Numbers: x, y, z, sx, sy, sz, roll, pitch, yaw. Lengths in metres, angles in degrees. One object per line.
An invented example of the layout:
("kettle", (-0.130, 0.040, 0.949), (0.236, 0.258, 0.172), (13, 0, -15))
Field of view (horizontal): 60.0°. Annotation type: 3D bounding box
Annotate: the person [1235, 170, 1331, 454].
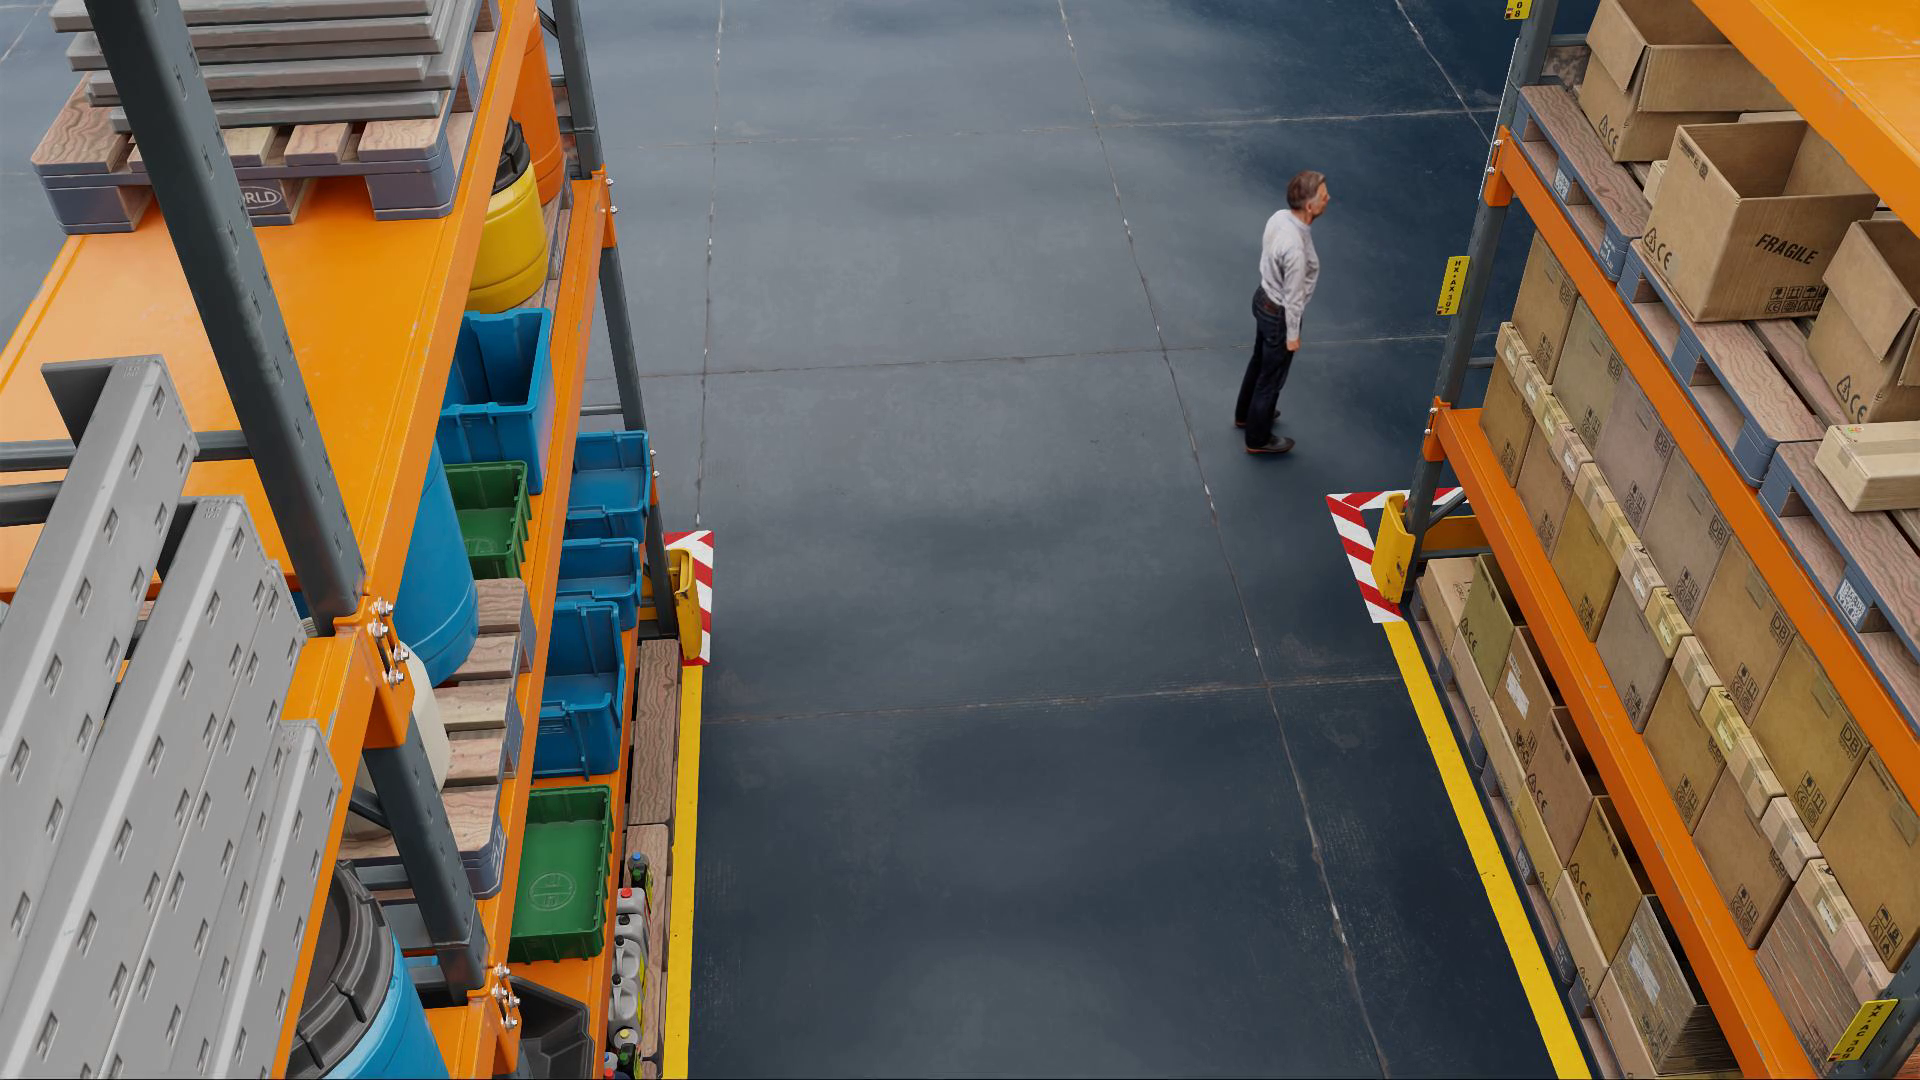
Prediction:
("person", (1.851, -1.327, 9.636), (0.691, 1.816, 0.478), (-3, 42, -3))
